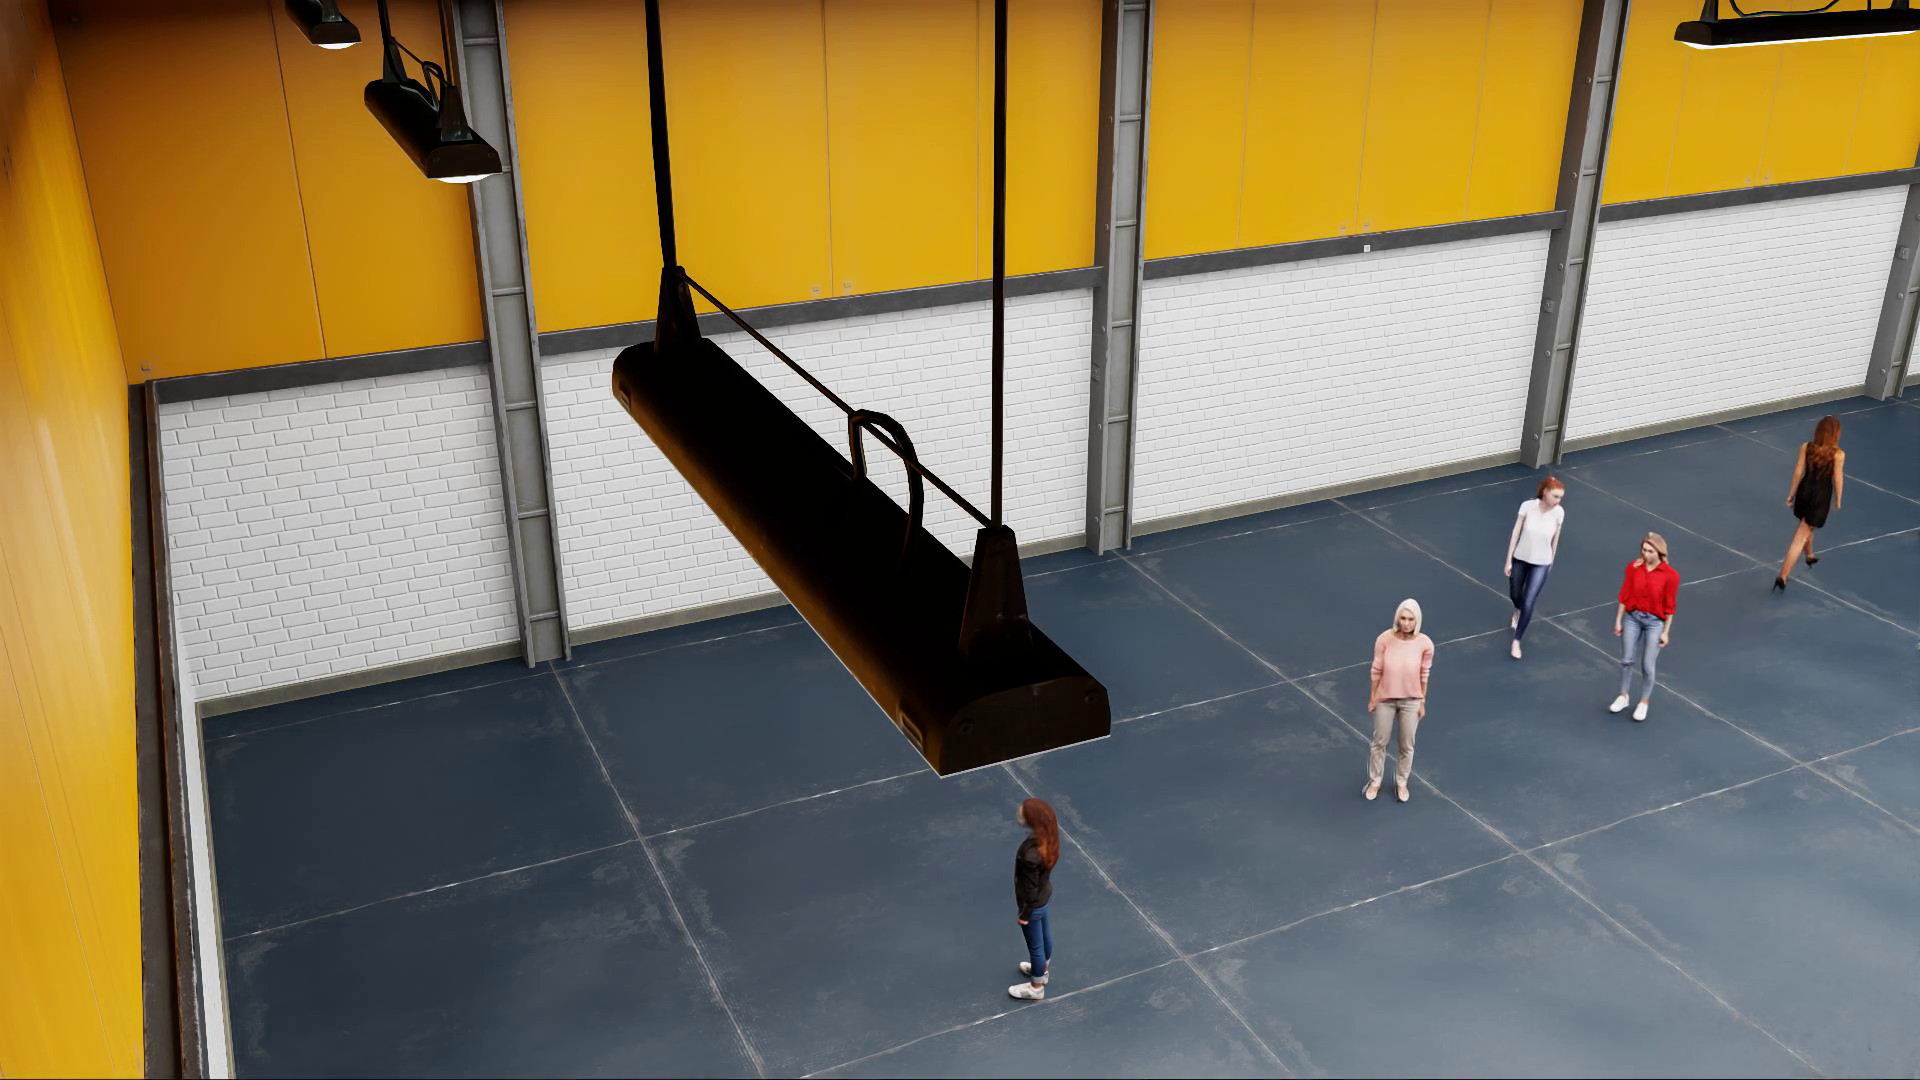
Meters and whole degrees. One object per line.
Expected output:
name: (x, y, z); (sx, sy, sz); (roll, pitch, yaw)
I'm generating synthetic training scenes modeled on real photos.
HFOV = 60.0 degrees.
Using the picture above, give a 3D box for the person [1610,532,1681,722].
person: (5.858, 0.721, 14.229); (0.707, 1.695, 0.688); (17, 29, 33)

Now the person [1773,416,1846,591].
person: (8.391, -0.311, 16.469); (1.195, 1.791, 0.815); (-20, 30, -37)

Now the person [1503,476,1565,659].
person: (5.293, 0.195, 15.425); (1.035, 1.701, 1.122); (11, 26, 24)

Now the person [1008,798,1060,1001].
person: (0.497, 2.318, 10.837); (0.691, 1.485, 0.636); (7, 25, 17)

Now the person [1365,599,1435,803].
person: (3.431, 1.234, 13.015); (0.666, 1.727, 0.745); (6, 24, 14)
